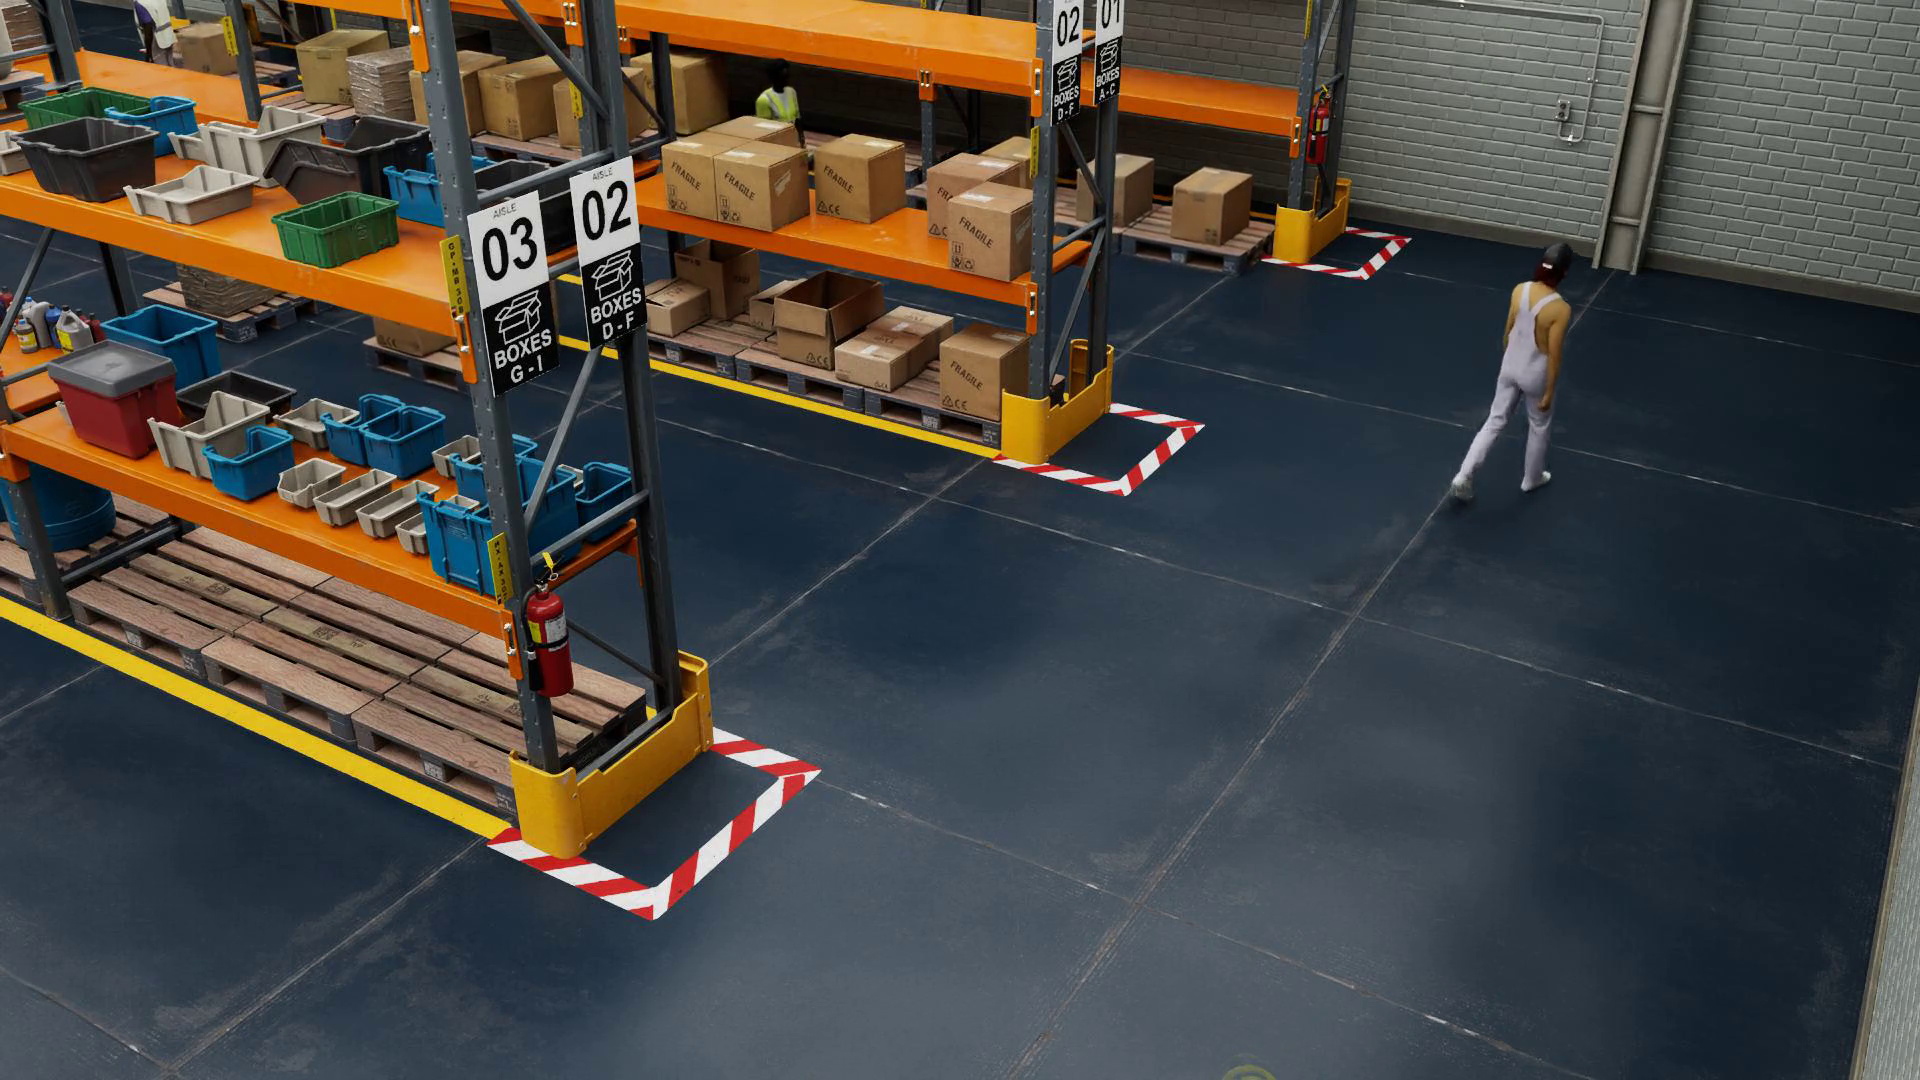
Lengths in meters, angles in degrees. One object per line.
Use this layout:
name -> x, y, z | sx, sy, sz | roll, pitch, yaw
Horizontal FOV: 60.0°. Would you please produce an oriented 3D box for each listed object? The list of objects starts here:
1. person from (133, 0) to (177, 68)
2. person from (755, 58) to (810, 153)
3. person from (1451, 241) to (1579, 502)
person -> -9.272, -5.709, 19.259 | 0.377, 1.843, 0.569 | 0, 29, 1
person -> -1.628, -3.745, 15.897 | 0.709, 1.668, 0.556 | 17, 33, 27
person -> 3.722, -1.097, 11.002 | 0.880, 1.831, 0.526 | -21, 35, -33
